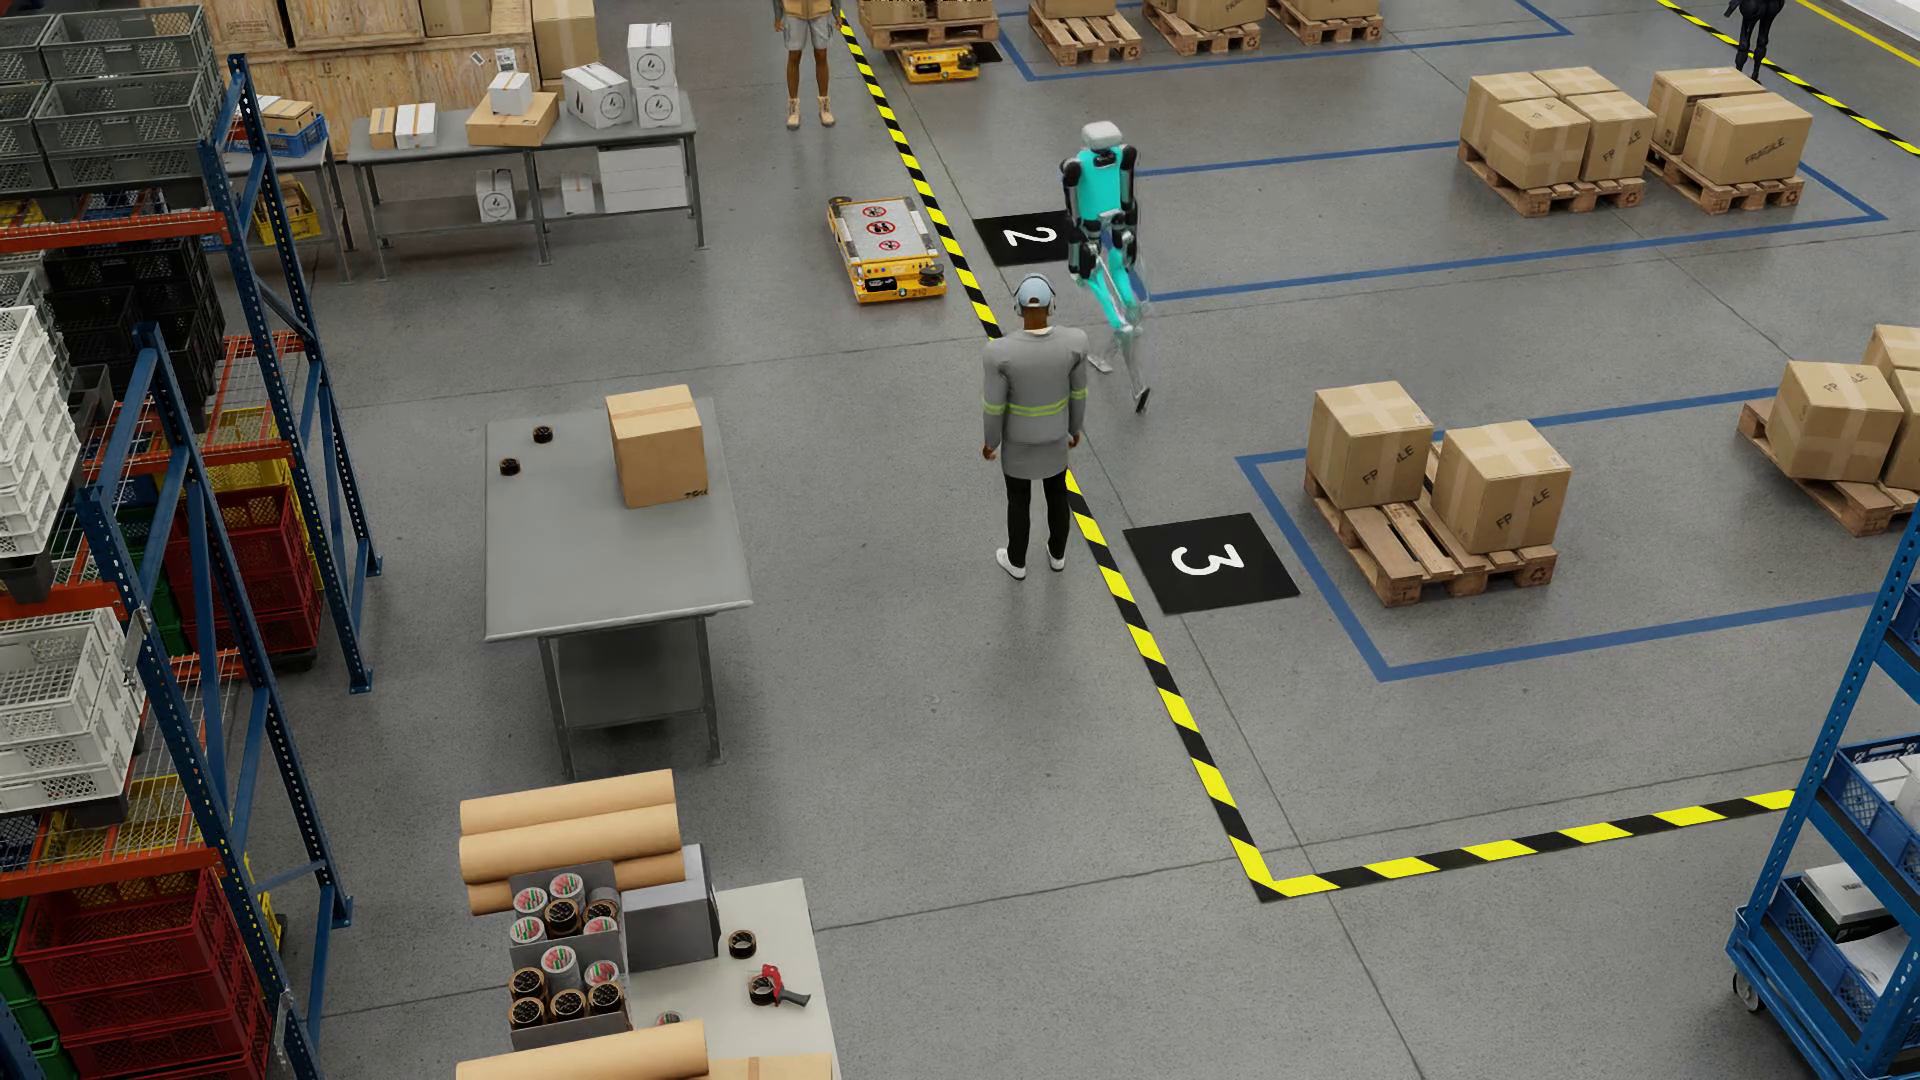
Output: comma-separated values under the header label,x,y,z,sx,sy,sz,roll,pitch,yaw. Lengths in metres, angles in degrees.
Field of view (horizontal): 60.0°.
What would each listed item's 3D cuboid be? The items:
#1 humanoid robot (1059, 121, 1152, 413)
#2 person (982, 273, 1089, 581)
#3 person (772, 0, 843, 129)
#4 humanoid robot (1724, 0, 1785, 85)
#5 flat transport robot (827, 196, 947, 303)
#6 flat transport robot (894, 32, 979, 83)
label,x,y,z,sx,sy,sz,roll,pitch,yaw
humanoid robot,1.061,-1.696,10.614,0.557,1.766,0.964,-19,41,-23
person,0.394,-0.606,9.046,0.588,1.846,0.407,-8,37,-11
person,-1.291,-4.499,14.125,0.607,2.034,0.400,-5,37,-6
humanoid robot,7.197,-4.891,14.939,0.599,1.653,0.315,-15,39,-19
flat transport robot,-0.570,-2.220,12.538,0.659,0.231,1.431,-8,37,-10
flat transport robot,-0.294,-4.750,15.915,0.652,0.197,1.431,-8,37,-10
